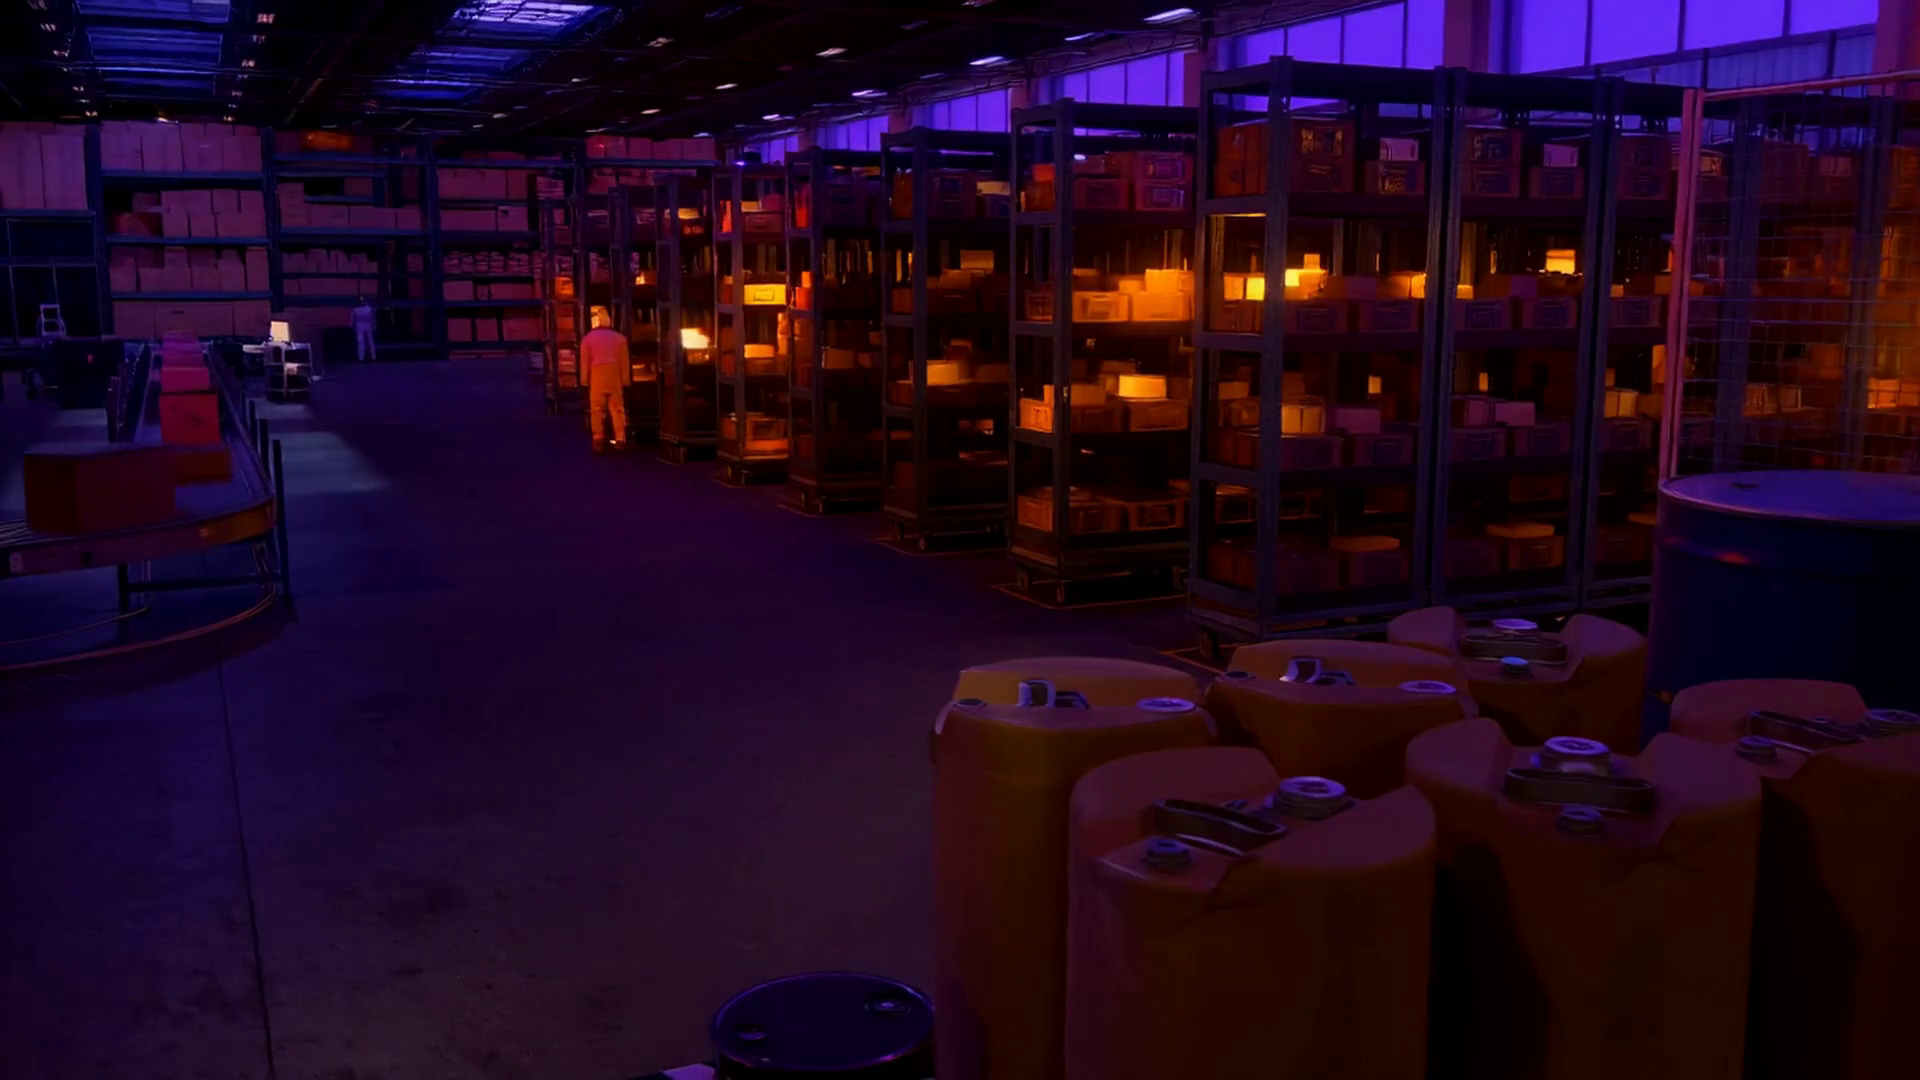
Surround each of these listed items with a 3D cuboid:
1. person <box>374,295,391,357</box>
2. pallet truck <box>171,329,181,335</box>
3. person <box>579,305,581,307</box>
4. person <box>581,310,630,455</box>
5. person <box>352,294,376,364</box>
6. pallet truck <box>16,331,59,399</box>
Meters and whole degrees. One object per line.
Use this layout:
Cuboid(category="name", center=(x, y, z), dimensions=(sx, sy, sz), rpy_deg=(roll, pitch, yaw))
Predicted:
Cuboid(category="person", center=(-16.351, -6.040, 46.999), dimensions=(0.527, 1.772, 0.305), rpy_deg=(-4, 10, -25))
Cuboid(category="pallet truck", center=(-17.275, -3.851, 35.096), dimensions=(1.601, 1.201, 0.680), rpy_deg=(0, 9, 1))
Cuboid(category="person", center=(-11.876, -6.903, 52.149), dimensions=(0.594, 1.836, 0.404), rpy_deg=(-4, 10, -25))
Cuboid(category="person", center=(-4.686, -2.077, 21.989), dimensions=(0.644, 1.908, 0.408), rpy_deg=(-4, 10, -25))
Cuboid(category="person", center=(-15.669, -5.552, 43.764), dimensions=(0.593, 1.837, 0.404), rpy_deg=(-4, 10, -25))
Cuboid(category="pallet truck", center=(-17.082, -3.353, 31.781), dimensions=(1.630, 1.274, 0.653), rpy_deg=(-4, 10, -25))
